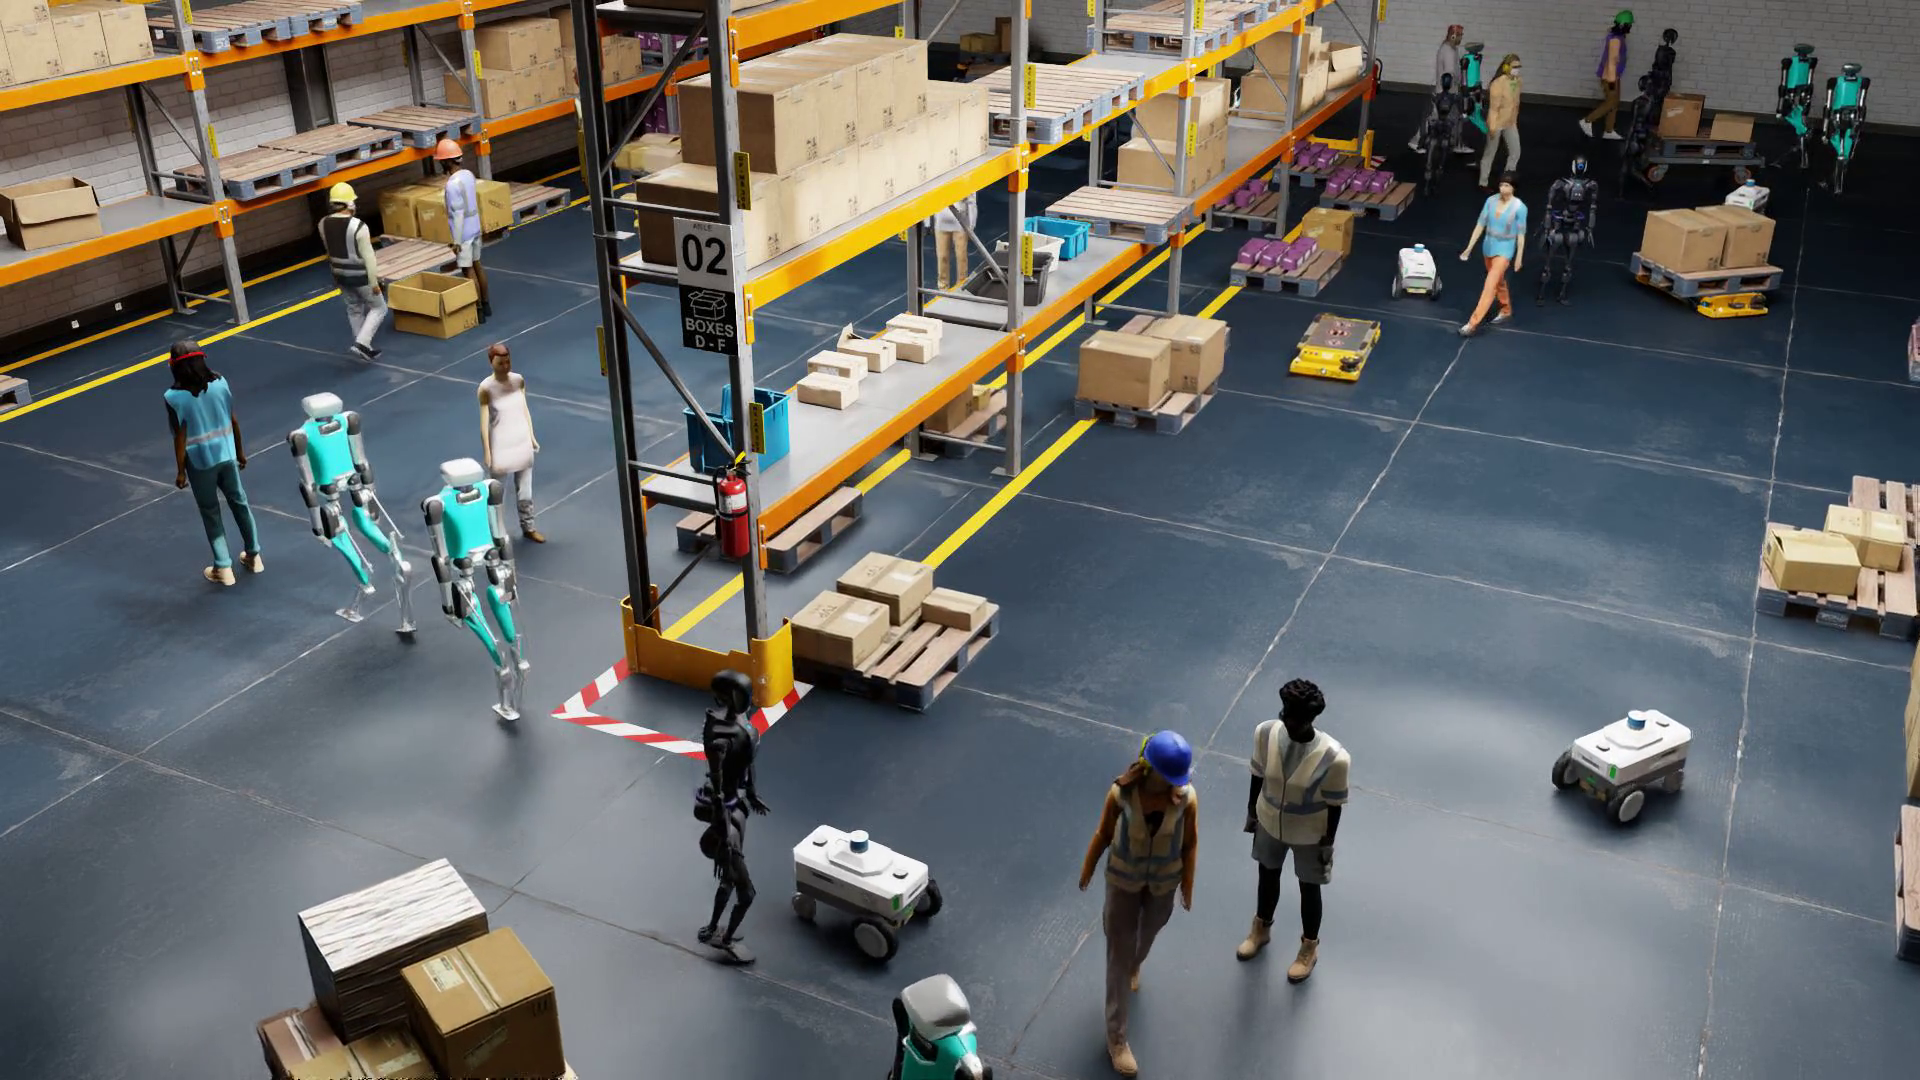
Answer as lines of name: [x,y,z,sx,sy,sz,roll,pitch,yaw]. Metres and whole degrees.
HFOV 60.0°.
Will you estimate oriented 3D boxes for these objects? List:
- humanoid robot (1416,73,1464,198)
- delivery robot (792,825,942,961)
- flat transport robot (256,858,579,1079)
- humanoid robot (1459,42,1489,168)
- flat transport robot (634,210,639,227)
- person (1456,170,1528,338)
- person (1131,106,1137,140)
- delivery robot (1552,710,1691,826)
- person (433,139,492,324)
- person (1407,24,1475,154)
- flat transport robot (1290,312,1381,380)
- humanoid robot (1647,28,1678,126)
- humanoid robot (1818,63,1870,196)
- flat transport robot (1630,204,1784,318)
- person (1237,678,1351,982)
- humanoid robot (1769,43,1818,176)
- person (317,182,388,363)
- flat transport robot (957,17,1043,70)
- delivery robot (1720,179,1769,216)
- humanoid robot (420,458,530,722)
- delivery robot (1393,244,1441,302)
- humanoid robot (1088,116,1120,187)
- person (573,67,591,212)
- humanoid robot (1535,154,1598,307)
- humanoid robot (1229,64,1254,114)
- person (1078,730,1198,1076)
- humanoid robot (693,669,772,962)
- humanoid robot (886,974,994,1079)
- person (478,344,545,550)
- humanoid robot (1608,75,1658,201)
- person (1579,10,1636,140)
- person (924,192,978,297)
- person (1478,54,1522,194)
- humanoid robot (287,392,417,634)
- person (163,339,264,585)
humanoid robot: [6.371,-5.340,21.997,0.596,1.635,0.681,3,26,6]
delivery robot: [-0.497,1.826,8.788,0.791,0.614,0.499,16,30,28]
flat transport robot: [-2.508,2.588,7.550,1.431,0.231,0.659,-18,32,-32]
humanoid robot: [7.344,-6.007,23.386,0.781,1.873,0.532,20,33,35]
flat transport robot: [-3.743,-4.303,21.470,0.659,0.231,1.431,1,26,2]
person: [5.529,-2.969,17.150,0.983,1.709,0.491,-17,31,-30]
person: [2.698,-6.455,24.081,0.369,1.818,0.497,-12,29,-23]
delivery robot: [3.931,1.306,9.838,0.790,0.614,0.499,-14,30,-27]
person: [-5.218,-3.221,17.409,0.376,1.932,0.550,2,26,4]
person: [7.086,-6.552,24.215,0.941,1.859,0.646,8,27,16]
flat transport robot: [3.792,-1.952,16.721,0.659,0.231,1.431,10,28,19]
humanoid robot: [10.516,-6.865,25.107,0.429,1.653,0.609,-2,26,-4]
humanoid robot: [11.731,-5.341,21.976,0.542,1.736,1.048,3,26,6]
flat transport robot: [8.182,-2.765,18.363,0.659,0.231,1.431,-6,27,-12]
person: [1.656,1.426,8.296,0.533,1.691,0.319,19,32,33]
humanoid robot: [11.819,-5.956,23.200,0.530,1.771,0.995,-6,27,-13]
person: [-5.916,-2.580,16.244,0.597,1.809,0.462,10,28,20]
flat transport robot: [0.699,-8.584,30.117,1.431,0.231,0.659,21,33,36]
delivery robot: [9.934,-4.241,21.040,0.499,0.610,0.788,21,33,36]
humanoid robot: [-2.869,0.424,10.323,0.765,1.829,0.538,23,35,39]
delivery robot: [5.071,-3.001,18.486,0.499,0.566,0.739,4,27,7]
humanoid robot: [1.956,-5.612,22.546,0.690,1.632,0.612,-23,35,-39]
person: [-4.730,-5.161,21.430,0.372,1.839,0.568,9,28,17]
humanoid robot: [6.542,-3.332,17.905,0.599,1.657,0.315,0,26,0]
humanoid robot: [4.327,-6.605,24.499,1.055,1.743,0.578,-16,30,-29]
person: [0.841,1.603,7.902,0.548,1.718,0.821,0,26,-1]
humanoid robot: [-1.204,1.383,8.413,0.415,1.647,0.585,4,27,7]
humanoid robot: [-0.250,2.432,6.198,0.934,1.748,0.548,-16,31,-29]
person: [-3.423,-0.705,12.634,0.269,1.656,0.461,23,35,39]
humanoid robot: [8.935,-5.249,21.813,0.562,1.640,0.608,21,33,35]
person: [9.833,-7.003,25.069,0.563,1.916,0.560,13,29,24]
person: [-0.104,-3.421,18.041,0.604,1.733,0.334,4,27,8]
person: [7.275,-5.500,22.110,0.569,1.848,0.733,-13,29,-24]
humanoid robot: [-4.069,-0.098,11.379,0.978,1.775,0.537,18,32,32]
person: [-5.453,-0.564,12.118,0.370,1.864,0.542,18,32,32]
